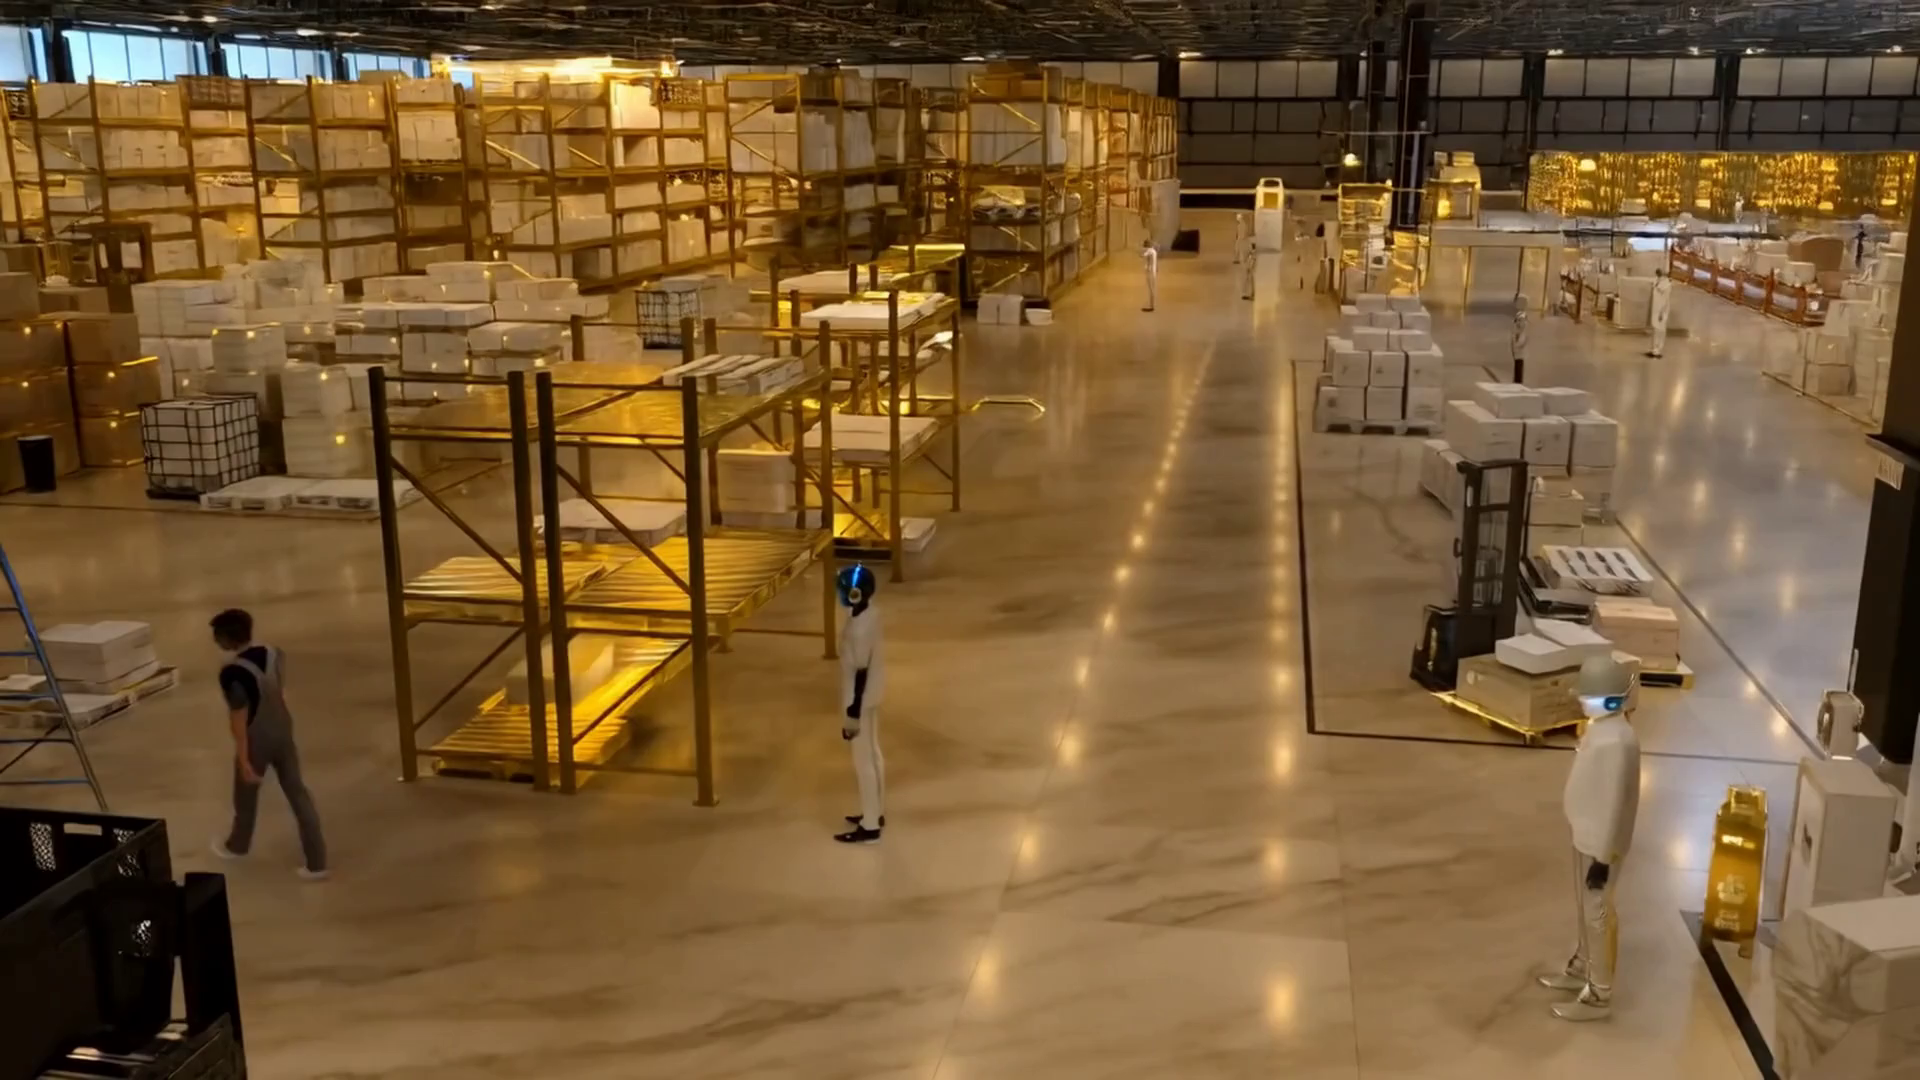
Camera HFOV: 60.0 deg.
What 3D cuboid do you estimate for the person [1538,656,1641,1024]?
[{"bbox_3d":[3.324,1.557,8.717,0.387,1.989,0.608,3,14,10],"label":"person"}]

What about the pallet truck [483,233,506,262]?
[{"bbox_3d":[-11.832,-7.026,43.548,1.885,1.965,0.823,8,16,28],"label":"pallet truck"}]

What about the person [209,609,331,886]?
[{"bbox_3d":[-4.346,1.270,10.319,1.005,1.777,0.543,8,16,29],"label":"person"}]

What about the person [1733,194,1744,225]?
[{"bbox_3d":[33.963,-14.142,72.627,0.409,1.909,0.640,3,14,10],"label":"person"}]

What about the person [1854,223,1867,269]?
[{"bbox_3d":[27.470,-8.754,50.841,0.329,1.865,0.508,3,14,10],"label":"person"}]

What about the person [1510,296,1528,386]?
[{"bbox_3d":[10.097,-3.558,30.086,0.319,1.696,0.532,3,14,10],"label":"person"}]

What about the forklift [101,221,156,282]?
[{"bbox_3d":[-16.772,-5.071,33.793,1.129,2.768,1.873,3,14,10],"label":"forklift"}]

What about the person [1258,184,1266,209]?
[{"bbox_3d":[15.651,-17.481,86.191,0.409,1.904,0.640,3,14,10],"label":"person"}]

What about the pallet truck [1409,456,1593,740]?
[{"bbox_3d":[4.504,0.400,13.395,0.823,1.965,1.885,-6,15,-23],"label":"pallet truck"}]

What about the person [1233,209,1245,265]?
[{"bbox_3d":[9.760,-10.612,58.222,0.395,1.941,0.601,3,14,10],"label":"person"}]

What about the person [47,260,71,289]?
[{"bbox_3d":[-18.642,-4.787,34.463,0.377,1.995,0.608,3,14,10],"label":"person"}]

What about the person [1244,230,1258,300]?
[{"bbox_3d":[8.067,-7.607,46.044,0.366,1.931,0.542,3,14,10],"label":"person"}]

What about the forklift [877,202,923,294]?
[{"bbox_3d":[-1.627,-7.238,42.589,1.129,2.768,1.873,3,14,10],"label":"forklift"}]

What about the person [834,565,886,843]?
[{"bbox_3d":[-0.658,1.074,10.924,0.329,1.872,0.508,3,14,10],"label":"person"}]

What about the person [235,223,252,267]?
[{"bbox_3d":[-21.414,-8.489,49.675,0.409,1.909,0.640,3,14,10],"label":"person"}]

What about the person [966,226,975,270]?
[{"bbox_3d":[0.356,-9.918,55.914,0.319,1.694,0.532,3,14,10],"label":"person"}]

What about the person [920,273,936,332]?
[{"bbox_3d":[-0.685,-4.953,35.208,0.368,1.960,0.602,3,14,10],"label":"person"}]

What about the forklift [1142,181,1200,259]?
[{"bbox_3d":[7.726,-11.673,60.598,1.873,2.768,1.129,-2,14,-9],"label":"forklift"}]

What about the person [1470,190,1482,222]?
[{"bbox_3d":[26.162,-16.880,84.159,0.907,1.696,0.584,-6,15,-24],"label":"person"}]

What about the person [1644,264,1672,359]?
[{"bbox_3d":[14.406,-4.706,34.256,0.373,1.936,0.629,3,14,10],"label":"person"}]

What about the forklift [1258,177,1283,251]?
[{"bbox_3d":[12.083,-12.747,64.956,1.129,2.768,1.873,3,14,10],"label":"forklift"}]

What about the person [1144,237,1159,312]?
[{"bbox_3d":[4.952,-6.871,43.105,0.388,1.913,0.606,2,14,10],"label":"person"}]

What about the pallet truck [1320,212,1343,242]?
[{"bbox_3d":[15.874,-13.227,70.310,0.680,1.201,1.601,10,17,35],"label":"pallet truck"}]

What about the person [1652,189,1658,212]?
[{"bbox_3d":[33.689,-16.101,80.718,0.390,1.839,0.564,3,14,10],"label":"person"}]
